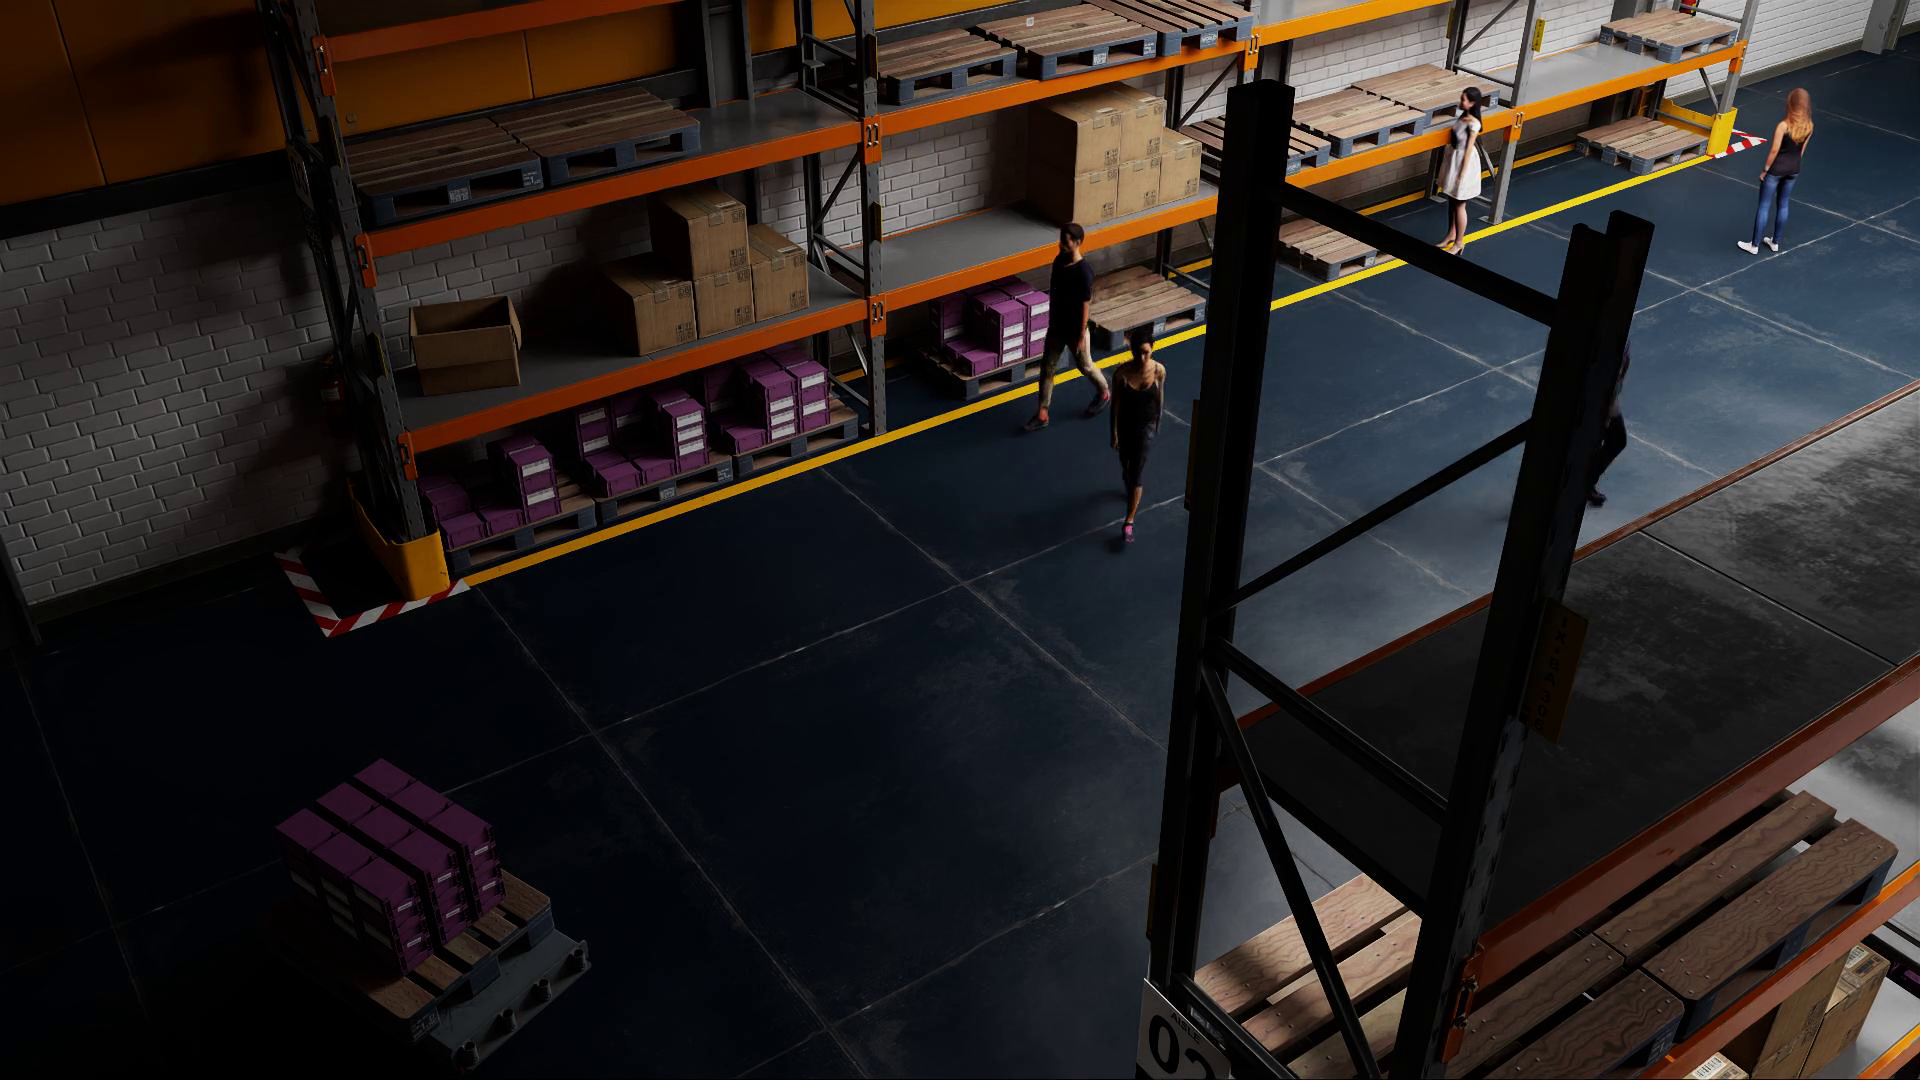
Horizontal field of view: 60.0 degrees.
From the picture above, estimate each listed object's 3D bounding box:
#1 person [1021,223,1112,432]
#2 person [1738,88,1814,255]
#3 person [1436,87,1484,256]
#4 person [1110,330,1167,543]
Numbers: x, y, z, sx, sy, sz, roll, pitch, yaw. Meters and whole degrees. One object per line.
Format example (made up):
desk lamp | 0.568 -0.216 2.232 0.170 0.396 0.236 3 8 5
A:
person | 1.000 -1.802 14.034 1.149 1.816 0.679 -23 40 -30
person | 8.451 -3.792 17.112 0.567 1.722 0.713 -8 35 -12
person | 5.124 -3.766 17.031 0.812 1.769 0.781 -1 34 -1
person | 1.348 -0.899 12.815 1.146 1.661 1.114 0 34 -1
